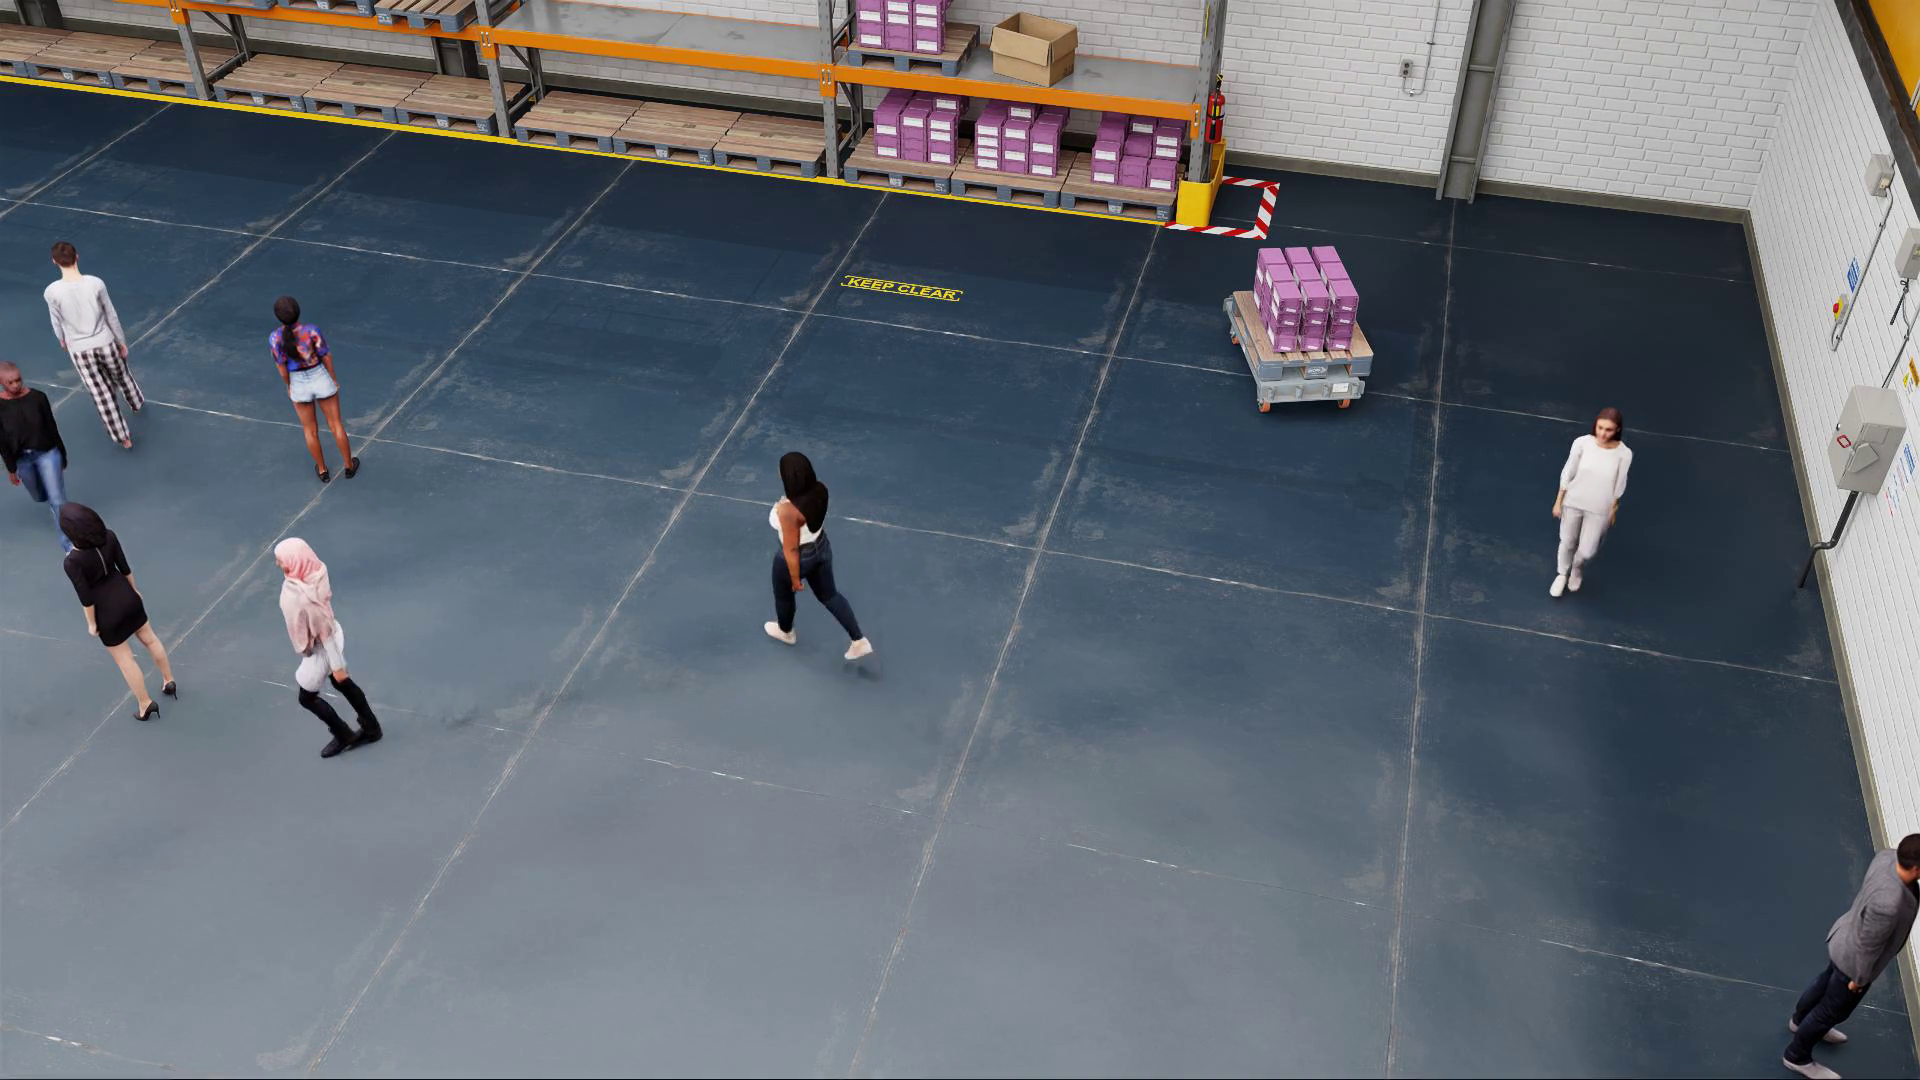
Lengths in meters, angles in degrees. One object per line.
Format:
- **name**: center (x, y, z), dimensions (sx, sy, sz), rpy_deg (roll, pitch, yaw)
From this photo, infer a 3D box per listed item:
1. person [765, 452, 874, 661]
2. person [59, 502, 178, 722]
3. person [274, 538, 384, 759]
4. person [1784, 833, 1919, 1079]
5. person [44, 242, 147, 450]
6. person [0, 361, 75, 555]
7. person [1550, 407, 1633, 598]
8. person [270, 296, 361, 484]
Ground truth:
- **person**: center (-1.019, 0.159, 11.811), dimensions (1.266, 1.774, 0.957), rpy_deg (26, 45, 29)
- **person**: center (-5.764, 0.491, 11.369), dimensions (0.536, 1.806, 0.613), rpy_deg (15, 41, 18)
- **person**: center (-4.150, 0.703, 11.116), dimensions (0.850, 1.789, 0.802), rpy_deg (-14, 41, -17)
- **person**: center (4.937, 2.247, 9.120), dimensions (0.651, 1.870, 0.714), rpy_deg (16, 41, 19)
- **person**: center (-7.259, -1.570, 13.948), dimensions (1.019, 1.809, 1.114), rpy_deg (-22, 44, -25)
- **person**: center (-7.174, -0.659, 12.880), dimensions (1.070, 1.718, 1.123), rpy_deg (-20, 43, -23)
- **person**: center (4.724, -0.311, 12.475), dimensions (0.598, 1.679, 0.724), rpy_deg (17, 42, 20)
- **person**: center (-5.297, -1.242, 13.590), dimensions (0.629, 1.742, 0.729), rpy_deg (-12, 40, -14)
